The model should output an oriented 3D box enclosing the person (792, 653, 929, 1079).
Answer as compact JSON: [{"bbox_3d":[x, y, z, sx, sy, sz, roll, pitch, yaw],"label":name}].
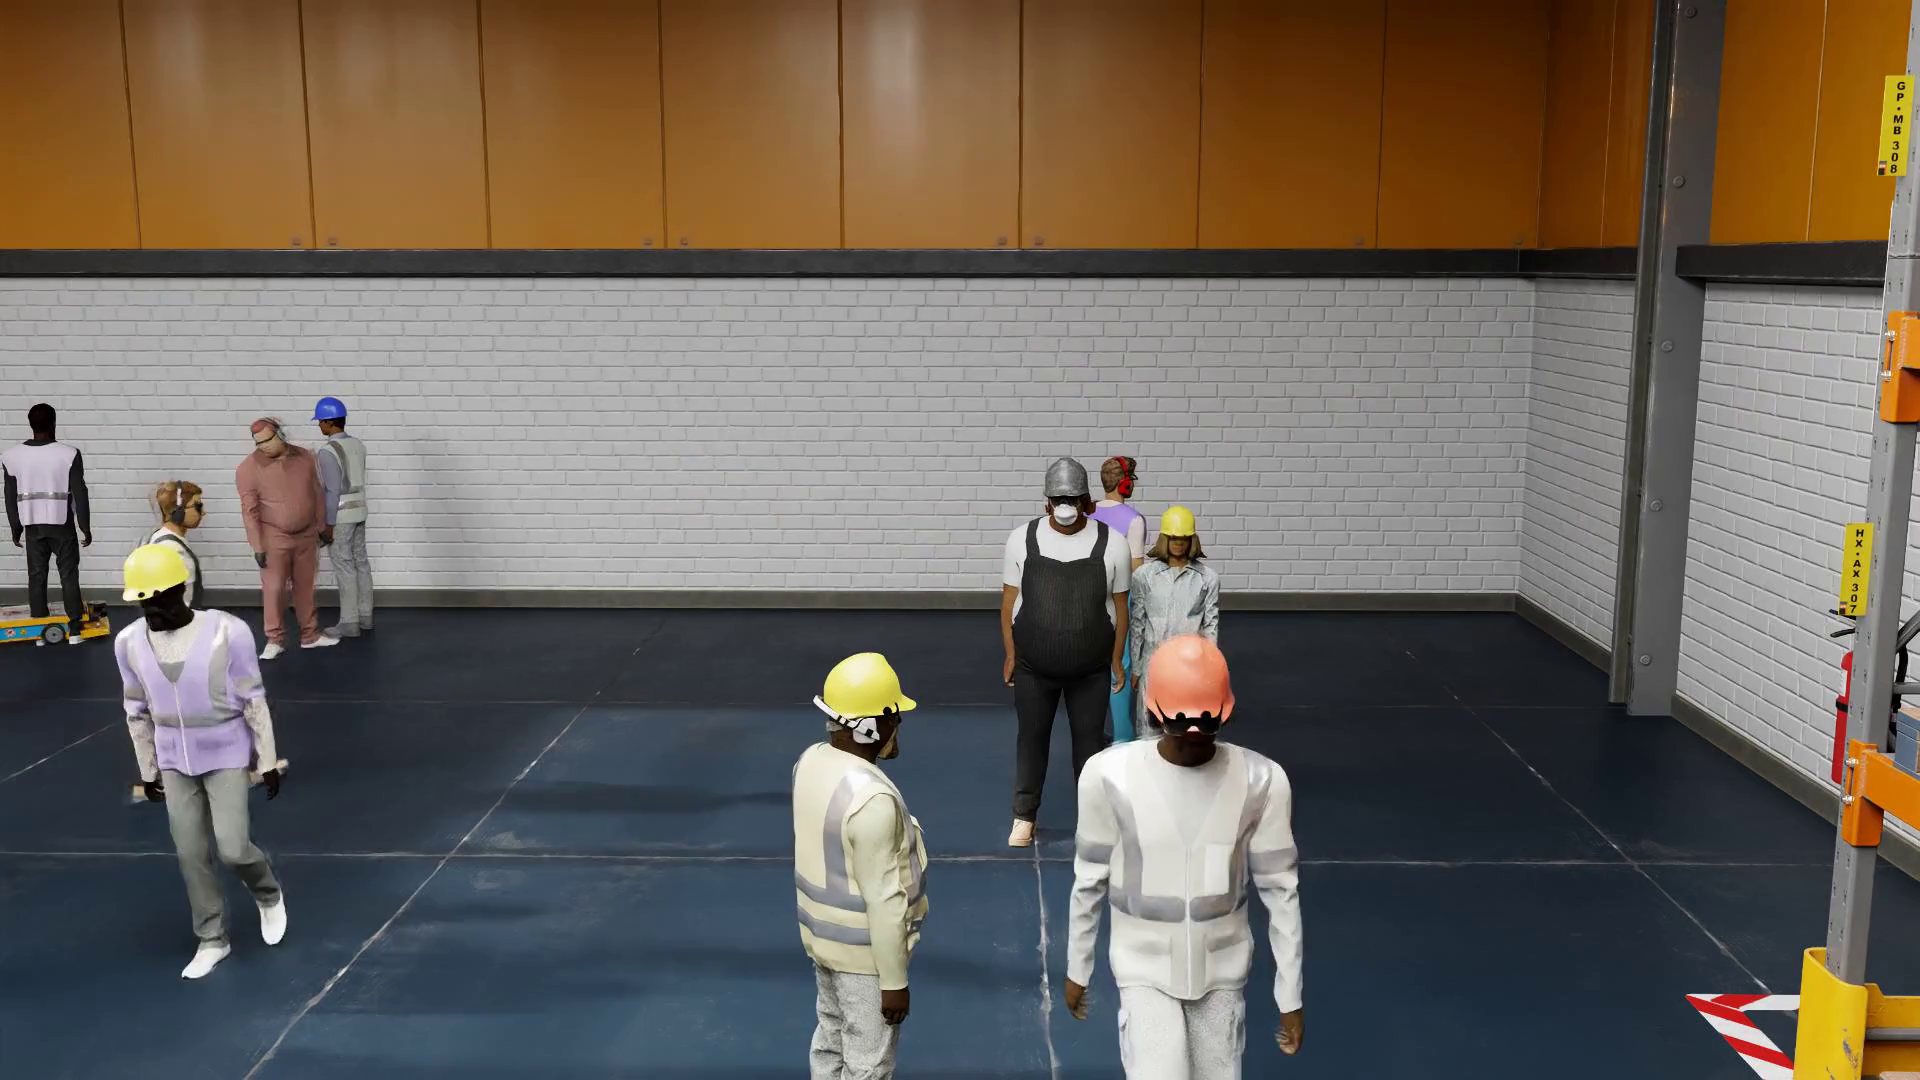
[{"bbox_3d":[-0.301,1.250,5.207,0.404,1.831,0.600,-5,11,-27],"label":"person"}]

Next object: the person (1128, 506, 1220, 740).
[{"bbox_3d":[1.139,0.680,8.888,0.487,1.745,0.290,0,9,1],"label":"person"}]

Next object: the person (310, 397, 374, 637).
[{"bbox_3d":[-5.013,-0.188,13.482,0.409,1.943,0.615,1,10,6],"label":"person"}]

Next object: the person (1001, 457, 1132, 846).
[{"bbox_3d":[0.538,0.587,8.555,0.674,2.000,0.535,1,10,6],"label":"person"}]

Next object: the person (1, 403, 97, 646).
[{"bbox_3d":[-7.193,-0.117,13.140,0.596,1.916,0.373,-2,10,-10],"label":"person"}]

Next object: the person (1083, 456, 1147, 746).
[{"bbox_3d":[0.928,0.408,10.208,0.390,1.848,0.563,-7,12,-37],"label":"person"}]

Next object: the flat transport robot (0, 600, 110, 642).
[{"bbox_3d":[-7.603,0.682,13.278,1.431,0.197,0.652,-5,11,-28],"label":"flat transport robot"}]

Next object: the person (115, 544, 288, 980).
[{"bbox_3d":[-3.197,0.918,7.024,0.622,1.889,0.633,1,9,3],"label":"person"}]

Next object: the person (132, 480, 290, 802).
[{"bbox_3d":[-4.307,0.556,9.421,0.900,1.803,0.540,-7,12,-36],"label":"person"}]

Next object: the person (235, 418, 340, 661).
[{"bbox_3d":[-5.112,-0.025,12.776,0.398,1.866,0.781,7,12,36],"label":"person"}]

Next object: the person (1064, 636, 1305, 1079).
[{"bbox_3d":[0.649,1.256,4.684,0.655,1.990,0.872,0,9,-2],"label":"person"}]
